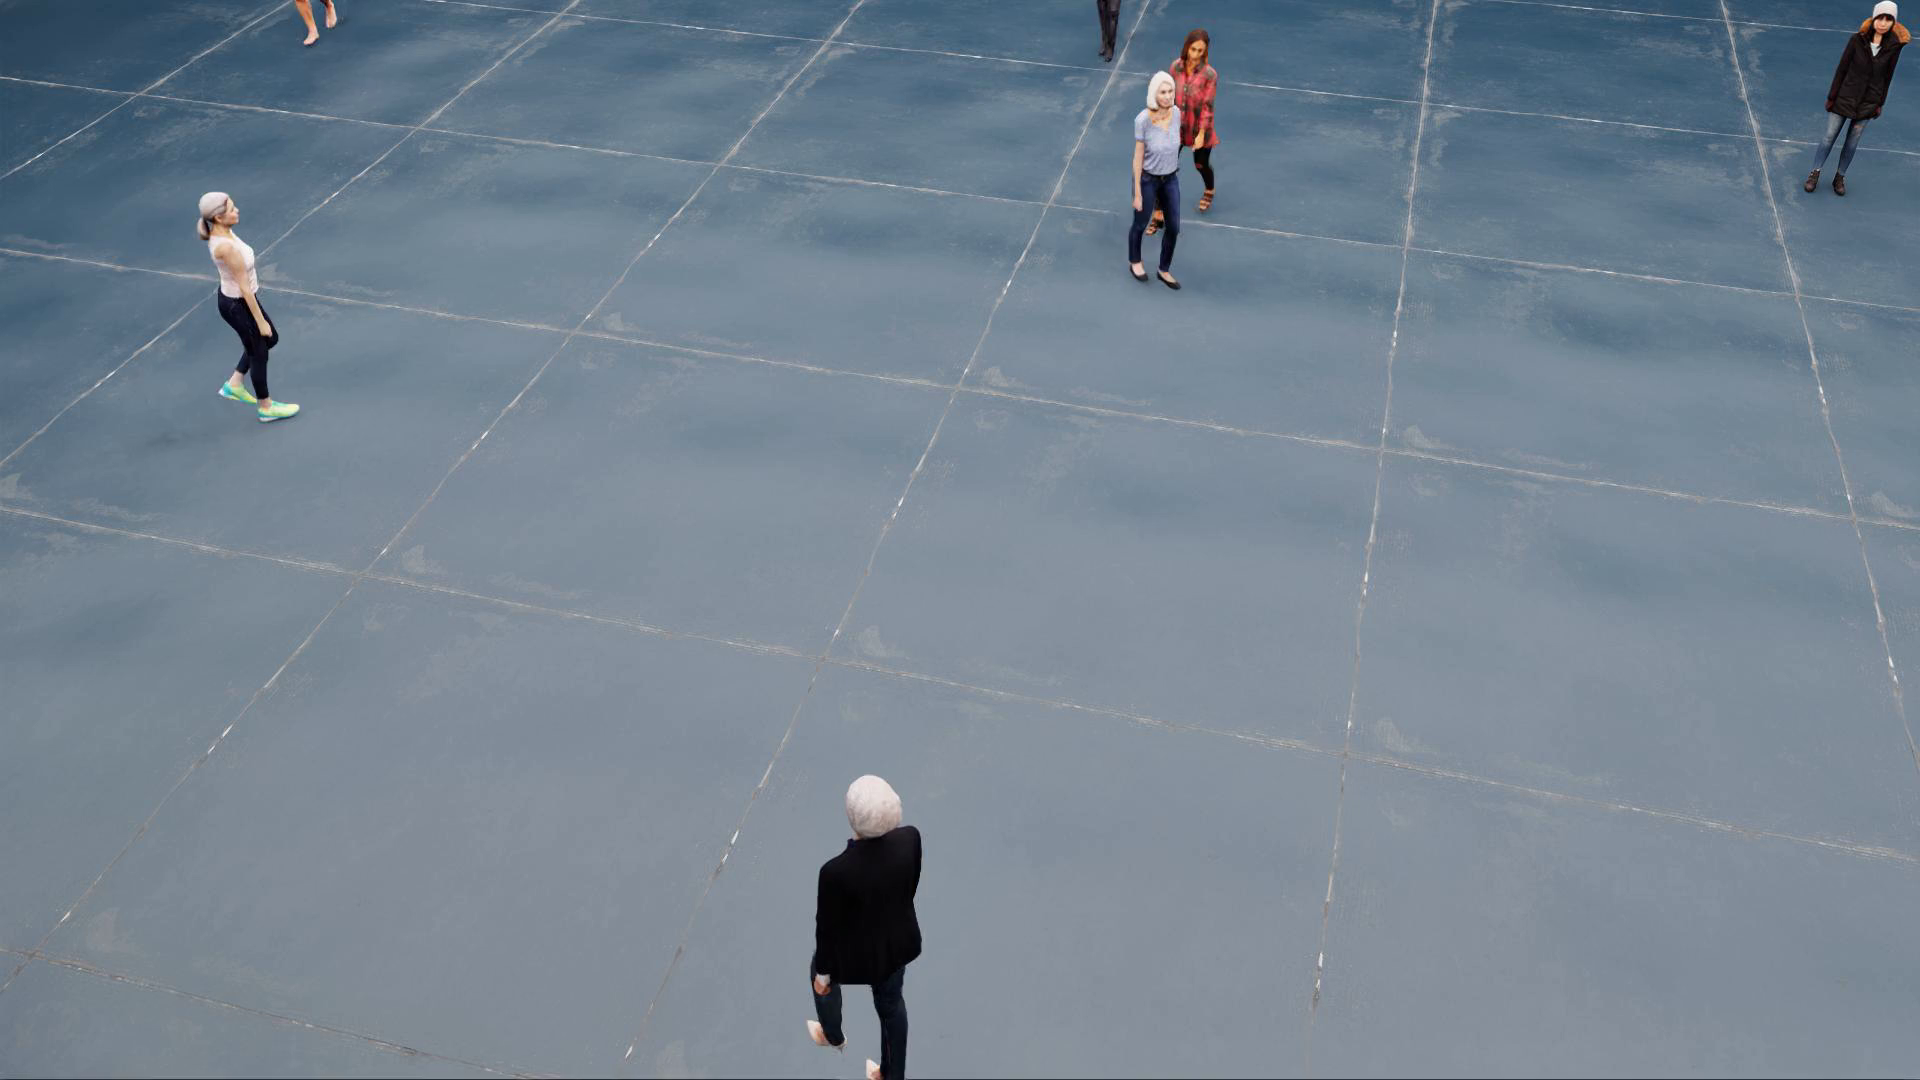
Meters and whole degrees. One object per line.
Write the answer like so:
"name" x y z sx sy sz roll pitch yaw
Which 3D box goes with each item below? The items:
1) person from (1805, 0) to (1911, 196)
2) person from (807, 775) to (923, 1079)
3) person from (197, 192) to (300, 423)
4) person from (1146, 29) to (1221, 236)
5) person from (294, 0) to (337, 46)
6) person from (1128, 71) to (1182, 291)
"person" 7.541 -3.723 13.989 0.624 1.634 0.603 11 39 14
"person" -0.370 1.625 6.476 0.963 1.772 0.934 -19 42 -22
"person" -4.892 -1.511 11.117 0.839 1.689 0.785 -16 41 -19
"person" 1.910 -3.327 13.463 0.852 1.658 1.160 23 44 27
"person" -6.628 -5.933 16.650 0.684 1.836 0.845 4 38 5
"person" 1.445 -2.784 12.731 0.827 1.706 0.897 -16 41 -19
